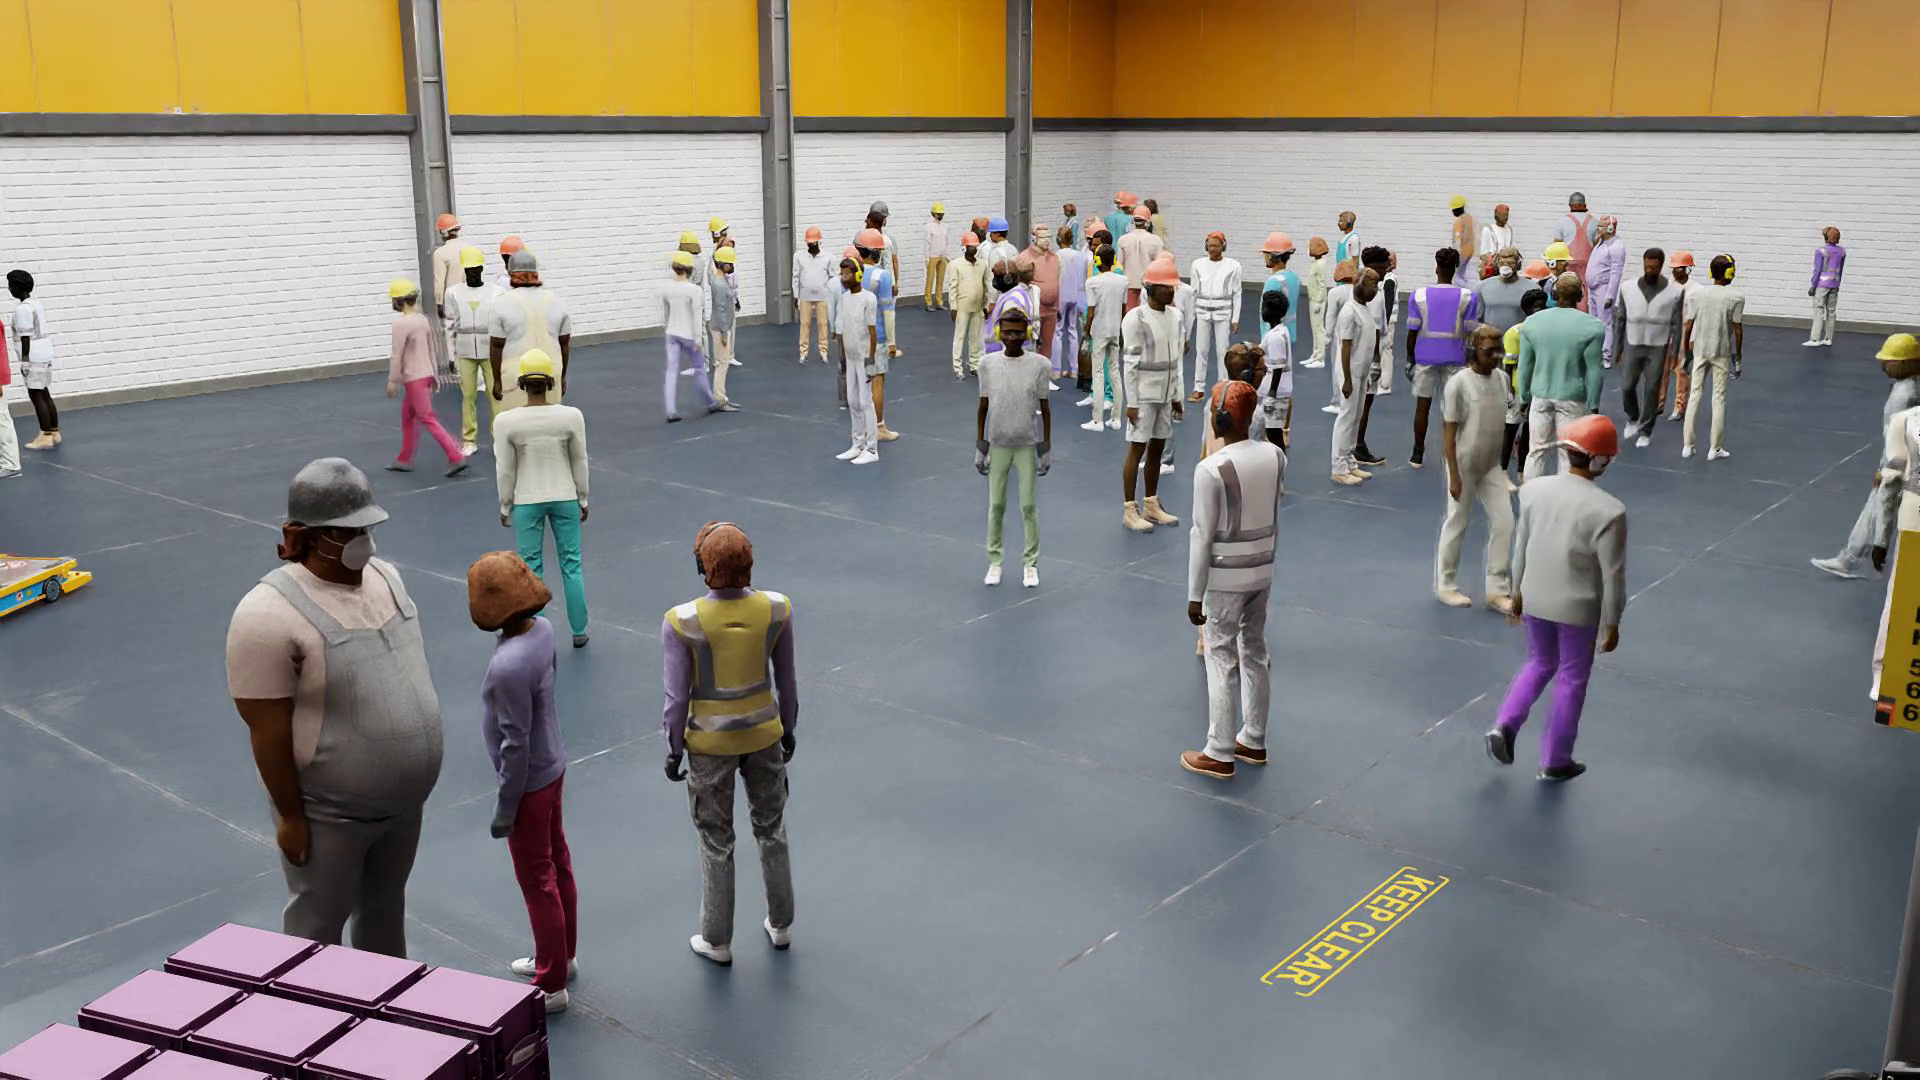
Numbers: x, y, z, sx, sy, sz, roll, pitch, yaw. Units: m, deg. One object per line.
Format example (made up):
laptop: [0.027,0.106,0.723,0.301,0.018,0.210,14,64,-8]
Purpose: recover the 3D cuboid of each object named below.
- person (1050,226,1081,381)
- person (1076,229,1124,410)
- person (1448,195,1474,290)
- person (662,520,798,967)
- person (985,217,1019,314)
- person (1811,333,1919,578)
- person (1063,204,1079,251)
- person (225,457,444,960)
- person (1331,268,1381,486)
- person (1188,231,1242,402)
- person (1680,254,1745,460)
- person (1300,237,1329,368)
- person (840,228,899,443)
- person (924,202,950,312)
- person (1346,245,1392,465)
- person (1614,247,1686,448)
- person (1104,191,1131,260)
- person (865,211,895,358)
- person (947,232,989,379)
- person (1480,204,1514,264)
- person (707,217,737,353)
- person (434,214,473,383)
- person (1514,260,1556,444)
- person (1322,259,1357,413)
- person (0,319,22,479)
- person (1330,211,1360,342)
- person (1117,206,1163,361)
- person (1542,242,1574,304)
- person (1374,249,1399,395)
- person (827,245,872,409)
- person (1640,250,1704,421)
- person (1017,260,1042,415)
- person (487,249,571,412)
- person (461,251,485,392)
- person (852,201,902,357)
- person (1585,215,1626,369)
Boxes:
person: [1.249,-2.825,19.890,0.516,1.835,0.355,-8,16,-29]
person: [1.535,-2.359,17.850,0.391,1.920,0.593,-8,16,-28]
person: [8.222,-4.680,27.193,0.493,1.890,0.701,10,17,36]
person: [-0.824,0.739,6.036,0.521,1.639,0.311,-8,16,-28]
person: [0.495,-2.895,19.958,0.418,1.938,0.610,7,16,25]
person: [6.165,-0.513,10.914,0.853,1.685,0.502,7,16,26]
person: [1.975,-5.182,29.721,0.314,1.632,0.525,-3,14,-13]
person: [-1.873,0.740,5.216,0.537,2.000,0.674,5,15,20]
person: [3.366,-1.390,14.138,0.330,1.838,0.520,8,16,30]
person: [2.777,-2.433,18.213,0.584,1.882,0.337,6,15,23]
person: [6.869,-1.666,15.189,0.532,1.865,0.310,11,18,38]
person: [4.485,-2.989,20.942,0.277,1.632,0.502,1,14,3]
person: [-0.855,-1.961,16.003,0.614,2.042,0.373,10,17,35]
person: [-0.361,-4.625,27.214,0.533,1.767,0.325,-13,19,-42]
person: [3.657,-1.664,14.976,0.361,1.963,0.617,-2,14,-6]
person: [6.513,-1.825,15.761,0.601,1.895,0.446,8,16,30]
person: [2.528,-4.459,26.084,0.623,1.992,0.397,13,19,42]
person: [-1.056,-3.293,21.581,0.387,1.918,0.594,-7,16,-27]
person: [0.114,-2.823,20.027,0.562,1.756,0.318,-9,17,-33]
person: [7.799,-3.930,24.197,0.584,1.882,0.337,-7,16,-28]
person: [-3.134,-3.339,21.961,0.404,1.821,0.590,0,14,0]
person: [-5.965,-2.850,19.683,0.400,1.990,0.622,8,16,30]
person: [5.453,-1.788,15.890,0.336,1.753,0.573,11,18,38]
person: [4.077,-2.156,17.637,0.493,1.625,0.279,-6,15,-24]
person: [-8.424,-1.401,14.387,0.575,1.739,0.350,13,19,42]
person: [5.357,-3.629,23.071,0.326,1.843,0.517,-1,14,-6]
person: [2.320,-3.290,21.419,0.622,1.992,0.381,4,15,15]
person: [6.103,-2.157,17.213,0.404,1.830,0.600,6,15,23]
person: [4.798,-2.464,18.833,0.309,1.641,0.515,1,14,5]
person: [-1.135,-2.271,17.828,0.563,1.753,0.327,4,15,15]
person: [7.383,-2.111,17.190,0.326,1.751,0.559,-9,16,-31]
person: [0.662,-2.101,17.385,0.307,1.640,0.519,12,19,40]
person: [-3.549,-1.375,13.668,0.687,2.000,0.538,-11,18,-36]
person: [-5.560,-2.521,19.064,0.308,1.640,0.511,-6,15,-22]
person: [-1.041,-3.434,21.895,0.689,2.000,0.539,11,18,37]
person: [8.021,-3.094,20.810,0.409,1.908,0.639,-1,14,-2]
